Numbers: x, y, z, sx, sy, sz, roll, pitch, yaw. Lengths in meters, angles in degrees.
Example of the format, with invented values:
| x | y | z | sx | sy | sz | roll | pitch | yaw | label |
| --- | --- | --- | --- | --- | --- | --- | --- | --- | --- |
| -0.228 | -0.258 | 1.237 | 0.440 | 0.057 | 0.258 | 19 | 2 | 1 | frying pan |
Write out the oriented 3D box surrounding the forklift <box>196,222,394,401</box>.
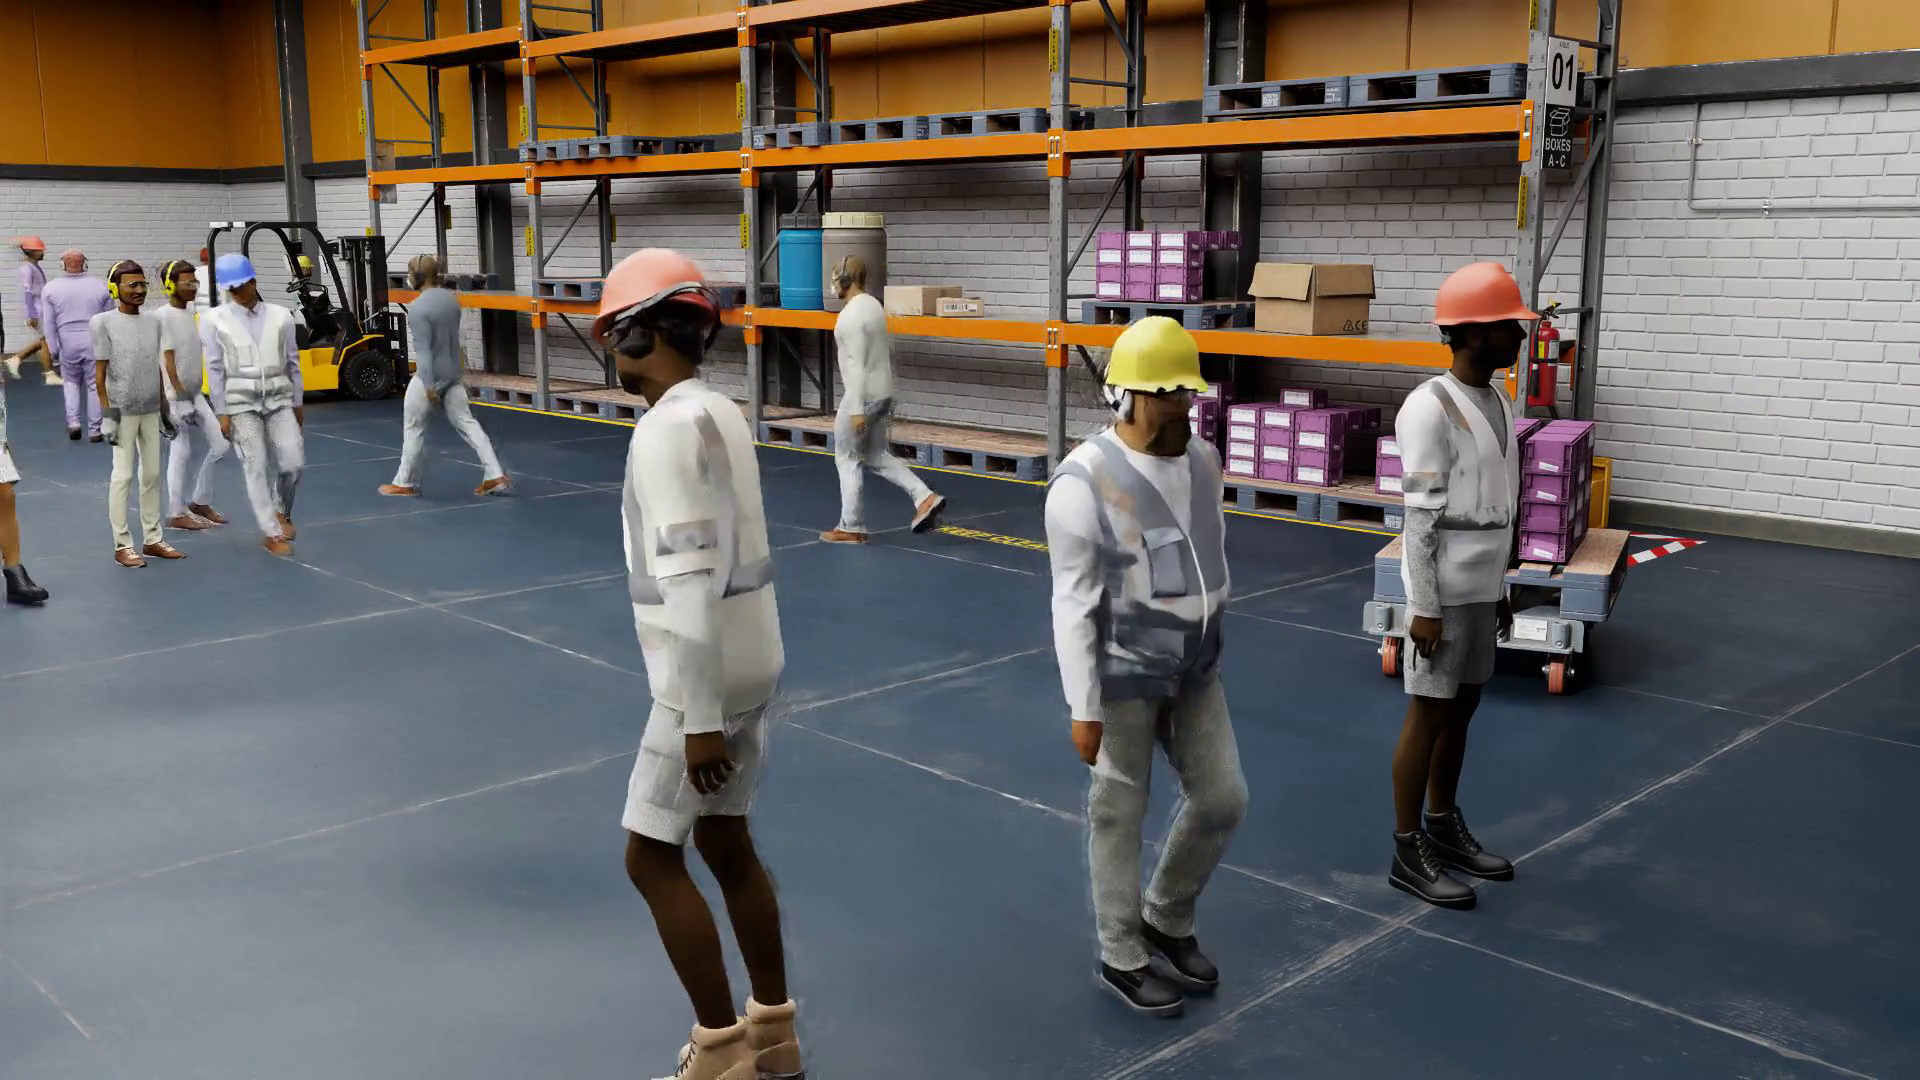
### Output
| x | y | z | sx | sy | sz | roll | pitch | yaw | label |
| --- | --- | --- | --- | --- | --- | --- | --- | --- | --- |
| -8.169 | -2.758 | 20.163 | 2.313 | 2.155 | 1.214 | -10 | 14 | -44 | forklift |

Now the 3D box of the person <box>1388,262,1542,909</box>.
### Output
| x | y | z | sx | sy | sz | roll | pitch | yaw | label |
| --- | --- | --- | --- | --- | --- | --- | --- | --- | --- |
| 1.535 | 0.134 | 5.081 | 0.345 | 1.942 | 0.547 | 9 | 14 | 41 | person |

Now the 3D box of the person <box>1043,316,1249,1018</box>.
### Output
| x | y | z | sx | sy | sz | roll | pitch | yaw | label |
| --- | --- | --- | --- | --- | --- | --- | --- | --- | --- |
| 0.488 | 0.339 | 4.283 | 0.626 | 1.820 | 0.453 | -8 | 13 | -38 | person |

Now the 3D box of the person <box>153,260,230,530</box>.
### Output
| x | y | z | sx | sy | sz | roll | pitch | yaw | label |
| --- | --- | --- | --- | --- | --- | --- | --- | --- | --- |
| -5.253 | -0.971 | 11.353 | 0.498 | 1.851 | 0.486 | 2 | 11 | 8 | person |

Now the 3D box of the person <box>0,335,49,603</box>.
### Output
| x | y | z | sx | sy | sz | roll | pitch | yaw | label |
| --- | --- | --- | --- | --- | --- | --- | --- | --- | --- |
| -5.363 | -0.567 | 9.005 | 0.854 | 1.900 | 0.569 | 7 | 12 | 32 | person |

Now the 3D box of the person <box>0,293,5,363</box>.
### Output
| x | y | z | sx | sy | sz | roll | pitch | yaw | label |
| --- | --- | --- | --- | --- | --- | --- | --- | --- | --- |
| -9.193 | -1.775 | 15.408 | 0.624 | 1.974 | 0.788 | -8 | 13 | -37 | person |

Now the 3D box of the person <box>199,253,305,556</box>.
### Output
| x | y | z | sx | sy | sz | roll | pitch | yaw | label |
| --- | --- | --- | --- | --- | --- | --- | --- | --- | --- |
| -4.444 | -0.845 | 10.496 | 0.605 | 1.912 | 0.467 | -8 | 13 | -39 | person |

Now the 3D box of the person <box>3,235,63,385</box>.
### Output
| x | y | z | sx | sy | sz | roll | pitch | yaw | label |
| --- | --- | --- | --- | --- | --- | --- | --- | --- | --- |
| -12.507 | -3.079 | 22.397 | 0.757 | 2.024 | 0.611 | -3 | 11 | -16 | person |

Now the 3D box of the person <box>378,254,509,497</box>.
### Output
| x | y | z | sx | sy | sz | roll | pitch | yaw | label |
| --- | --- | --- | --- | --- | --- | --- | --- | --- | --- |
| -3.996 | -1.249 | 12.812 | 1.035 | 1.894 | 0.640 | 3 | 11 | 16 | person |

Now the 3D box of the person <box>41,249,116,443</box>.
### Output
| x | y | z | sx | sy | sz | roll | pitch | yaw | label |
| --- | --- | --- | --- | --- | --- | --- | --- | --- | --- |
| -8.584 | -1.899 | 16.316 | 0.648 | 1.890 | 0.511 | -4 | 11 | -21 | person |

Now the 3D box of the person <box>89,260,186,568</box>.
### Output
| x | y | z | sx | sy | sz | roll | pitch | yaw | label |
| --- | --- | --- | --- | --- | --- | --- | --- | --- | --- |
| -5.068 | -0.778 | 10.251 | 0.330 | 1.874 | 0.518 | 5 | 11 | 24 | person |

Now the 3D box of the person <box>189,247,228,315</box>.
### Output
| x | y | z | sx | sy | sz | roll | pitch | yaw | label |
| --- | --- | --- | --- | --- | --- | --- | --- | --- | --- |
| -11.115 | -3.398 | 24.580 | 0.578 | 1.858 | 0.751 | -1 | 10 | -8 | person |

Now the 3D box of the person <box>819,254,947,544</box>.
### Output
| x | y | z | sx | sy | sz | roll | pitch | yaw | label |
| --- | --- | --- | --- | --- | --- | --- | --- | --- | --- |
| -0.520 | -0.903 | 10.848 | 0.765 | 1.907 | 0.671 | 3 | 11 | 14 | person |

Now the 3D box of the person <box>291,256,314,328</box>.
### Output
| x | y | z | sx | sy | sz | roll | pitch | yaw | label |
| --- | --- | --- | --- | --- | --- | --- | --- | --- | --- |
| -8.874 | -2.975 | 22.580 | 0.294 | 1.744 | 0.486 | -8 | 13 | -38 | person |

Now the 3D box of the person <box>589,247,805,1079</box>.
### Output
| x | y | z | sx | sy | sz | roll | pitch | yaw | label |
| --- | --- | --- | --- | --- | --- | --- | --- | --- | --- |
| -0.619 | 0.326 | 3.898 | 0.561 | 1.991 | 0.660 | 1 | 10 | 6 | person |
